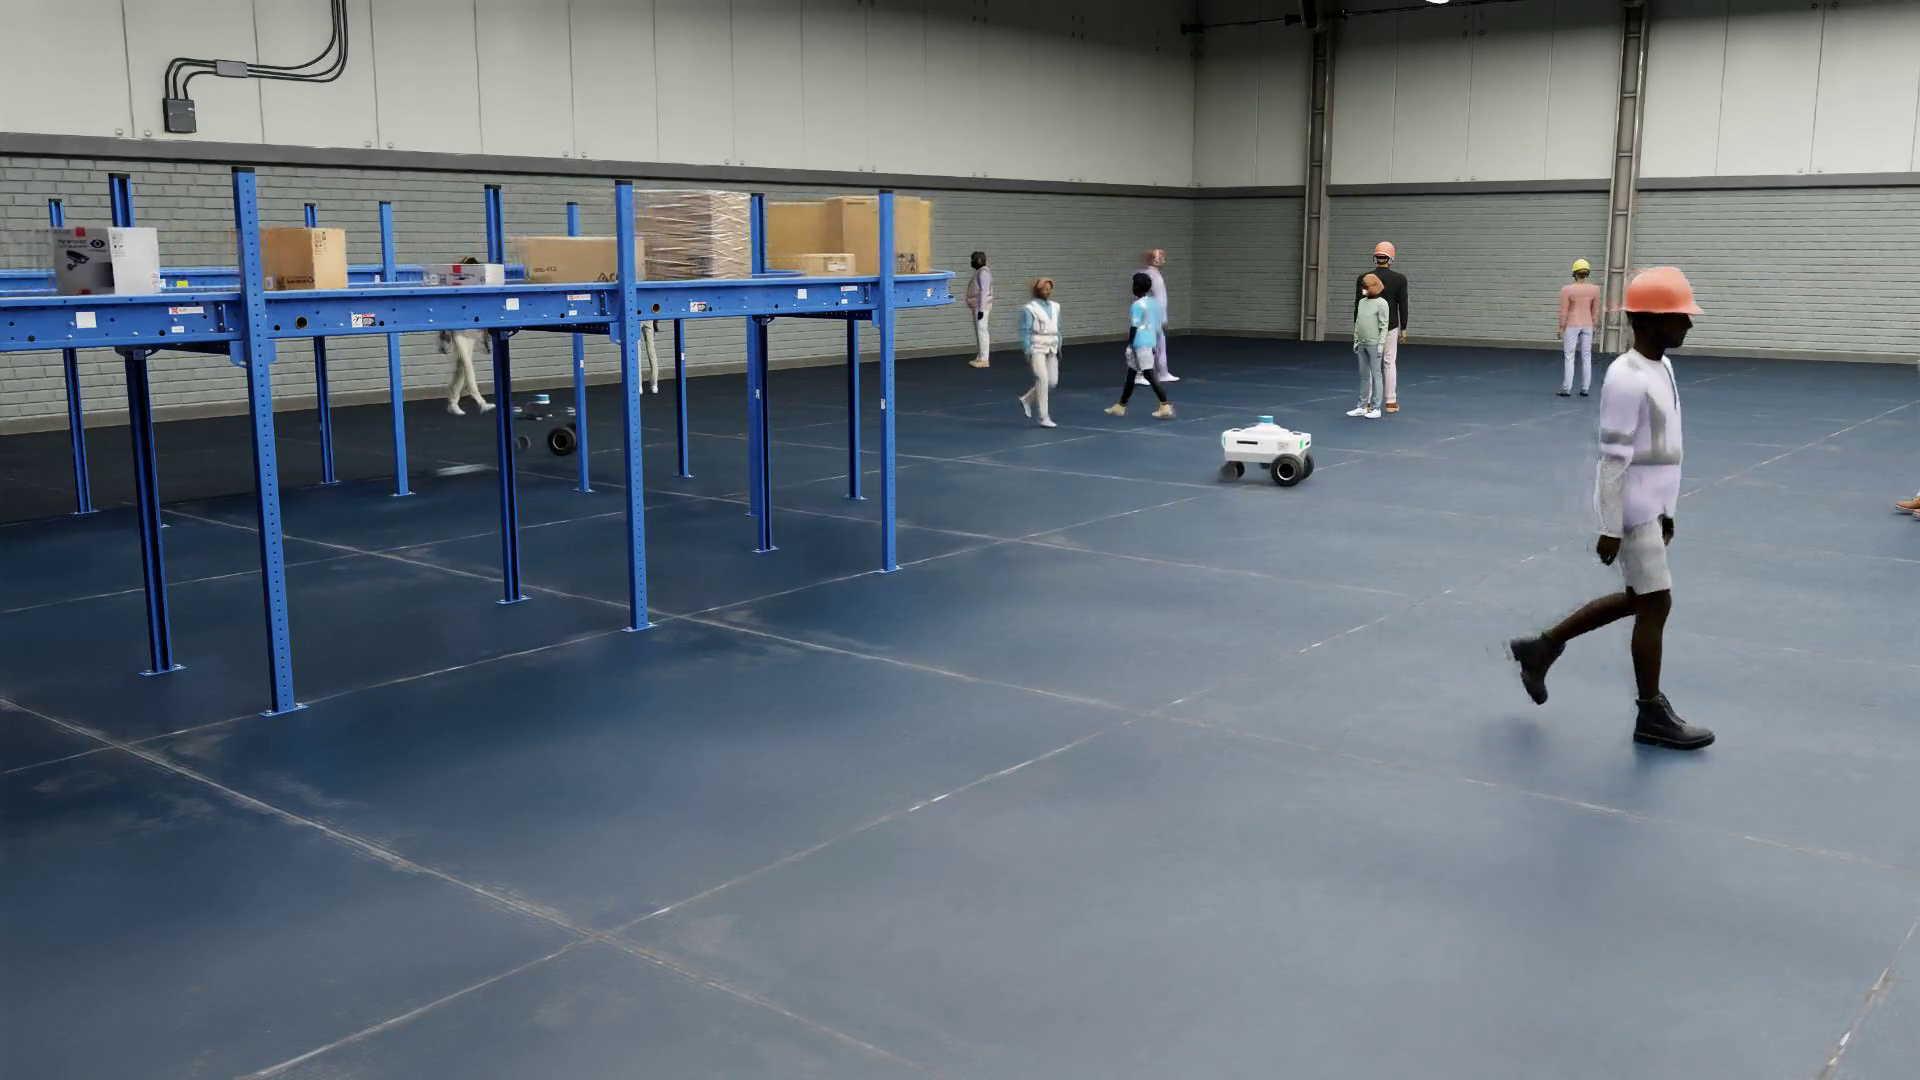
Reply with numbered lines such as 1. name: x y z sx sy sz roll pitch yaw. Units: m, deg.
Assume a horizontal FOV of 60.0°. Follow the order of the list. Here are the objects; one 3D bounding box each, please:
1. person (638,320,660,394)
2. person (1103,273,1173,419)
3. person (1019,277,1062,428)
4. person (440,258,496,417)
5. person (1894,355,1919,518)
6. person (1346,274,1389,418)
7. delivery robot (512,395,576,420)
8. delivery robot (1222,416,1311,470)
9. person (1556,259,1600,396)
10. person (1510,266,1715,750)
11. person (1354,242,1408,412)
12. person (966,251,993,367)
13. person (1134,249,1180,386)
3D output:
1. person: -4.222 -2.864 21.958 0.521 1.865 0.328 -6 12 -31
2. person: 2.073 -2.214 18.950 0.857 1.652 0.540 4 11 23
3. person: 0.861 -2.049 18.104 0.524 1.619 0.588 -9 14 -42
4. person: -5.627 -2.312 19.049 1.002 1.802 0.522 8 13 37
5. person: 7.153 -1.124 12.078 0.384 1.951 0.605 2 10 10
6. person: 4.685 -2.221 19.034 0.281 1.633 0.499 -5 11 -26
7. delivery robot: -3.982 -1.274 15.916 0.698 0.223 0.335 1 10 5
8. delivery robot: 2.578 -0.804 14.018 0.707 0.478 0.477 4 11 23
9. person: 8.029 -2.755 21.627 0.525 1.769 0.309 -1 10 -6
10. person: 2.683 -0.143 6.741 0.772 1.921 0.550 6 12 31
11. person: 4.983 -2.521 19.694 0.621 1.992 0.397 4 11 20
12. person: 0.307 -3.699 26.645 0.429 1.841 0.633 -1 10 -4
13. person: 2.787 -3.092 23.163 0.846 1.872 0.678 -1 10 -7
